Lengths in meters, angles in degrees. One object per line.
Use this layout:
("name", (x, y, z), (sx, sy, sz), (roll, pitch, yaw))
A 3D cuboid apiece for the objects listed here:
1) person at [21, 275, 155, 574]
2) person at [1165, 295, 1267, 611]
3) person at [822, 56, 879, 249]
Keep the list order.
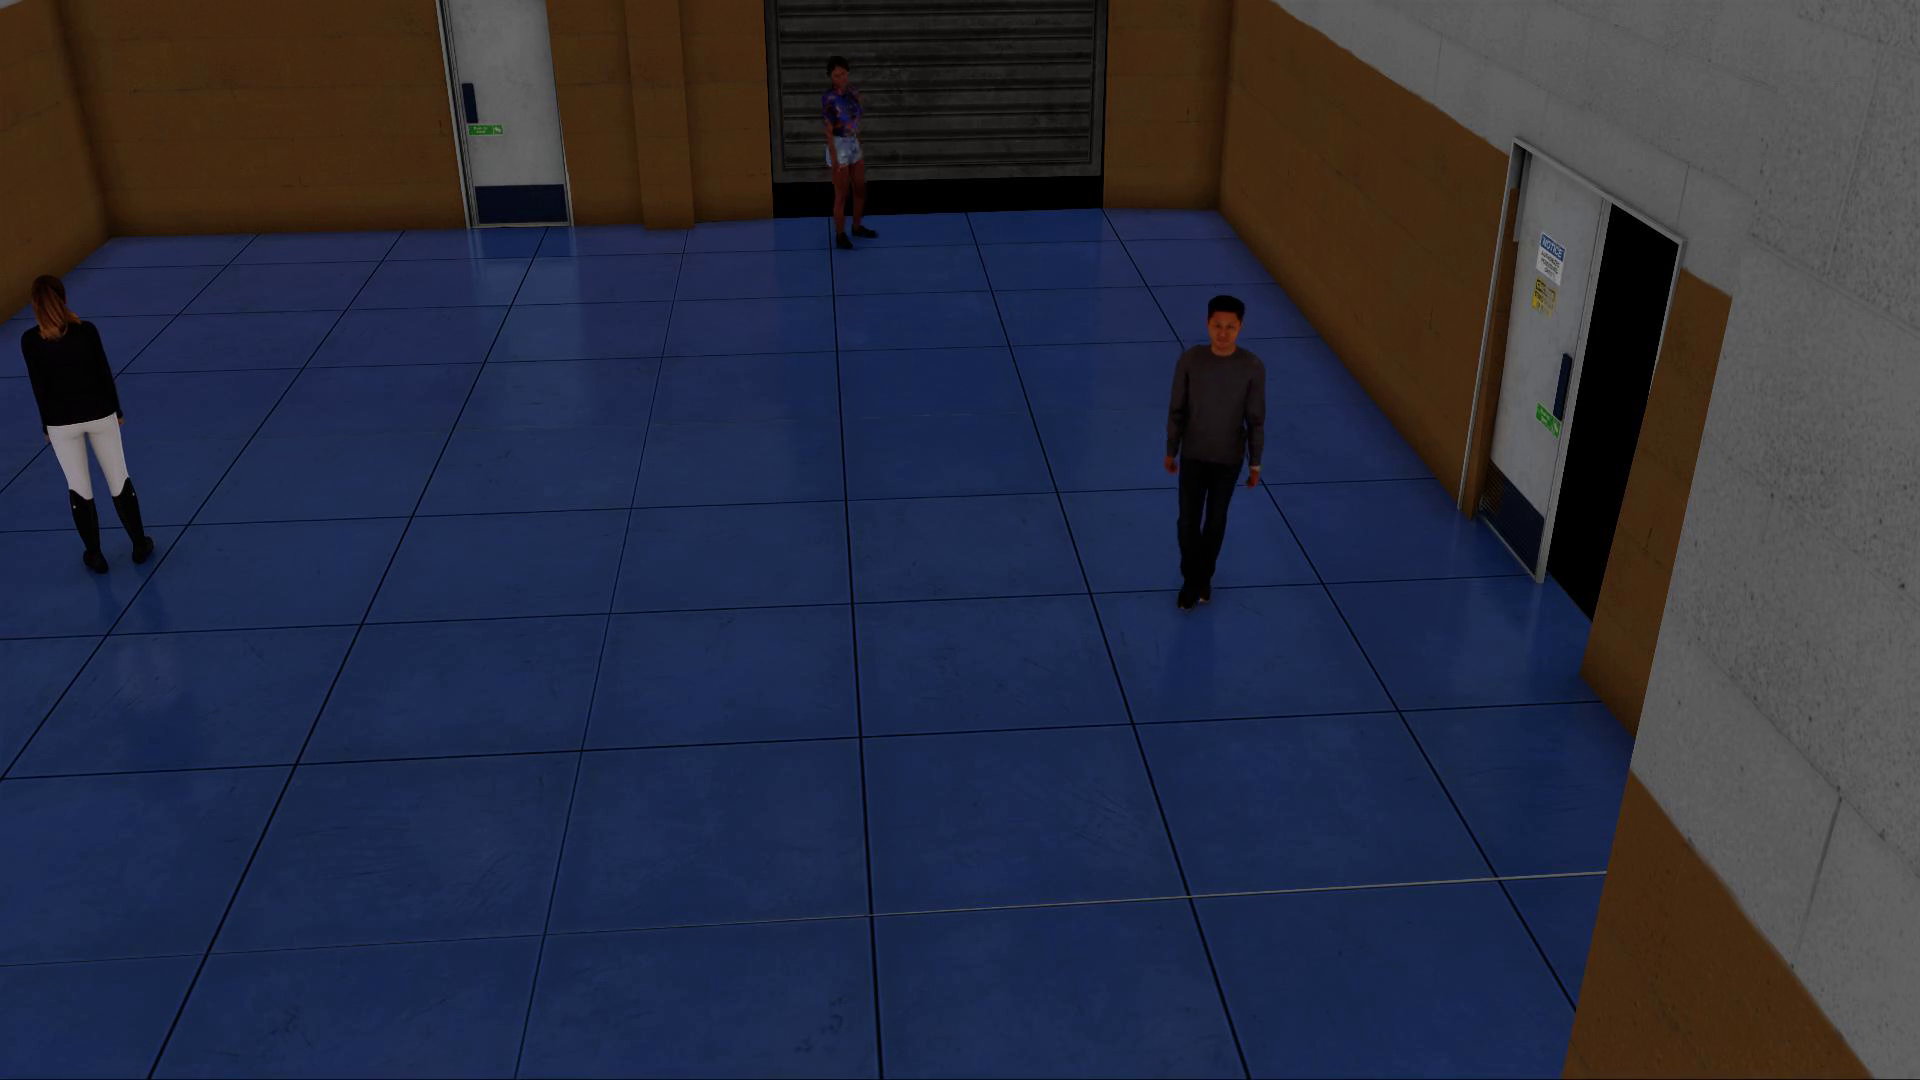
("person", (-4.886, -0.643, 9.261), (0.615, 1.729, 0.714), (-15, 31, -27))
("person", (1.370, -0.492, 8.950), (0.674, 1.758, 0.812), (-13, 30, -23))
("person", (-1.043, -3.426, 14.784), (0.864, 1.714, 0.805), (13, 30, 24))
